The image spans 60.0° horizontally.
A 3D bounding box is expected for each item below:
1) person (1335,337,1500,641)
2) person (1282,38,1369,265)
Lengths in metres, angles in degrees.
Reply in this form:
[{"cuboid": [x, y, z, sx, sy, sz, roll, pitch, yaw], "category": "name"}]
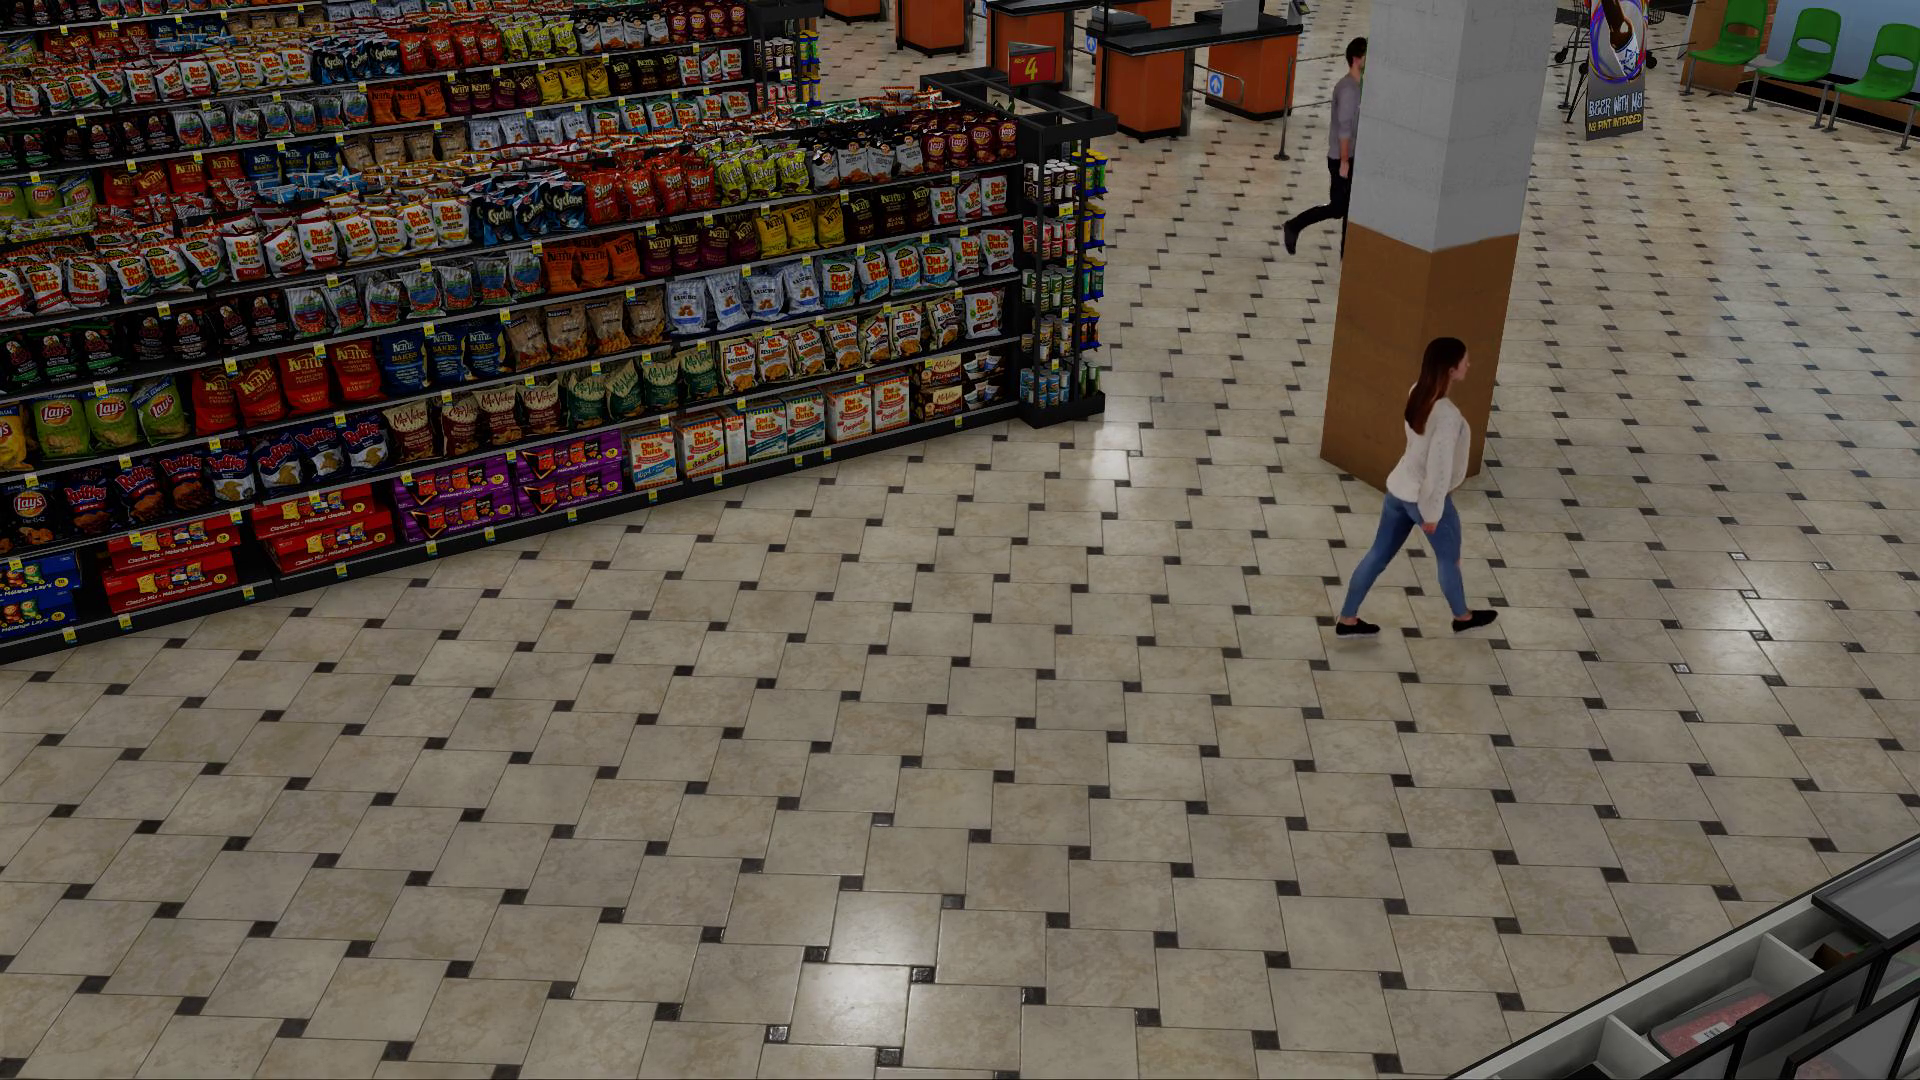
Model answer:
[{"cuboid": [2.202, -0.187, 8.230, 1.179, 1.643, 0.867, -6, 29, -10], "category": "person"}, {"cuboid": [3.020, -3.088, 13.353, 1.034, 1.826, 1.062, 14, 32, 24], "category": "person"}]
